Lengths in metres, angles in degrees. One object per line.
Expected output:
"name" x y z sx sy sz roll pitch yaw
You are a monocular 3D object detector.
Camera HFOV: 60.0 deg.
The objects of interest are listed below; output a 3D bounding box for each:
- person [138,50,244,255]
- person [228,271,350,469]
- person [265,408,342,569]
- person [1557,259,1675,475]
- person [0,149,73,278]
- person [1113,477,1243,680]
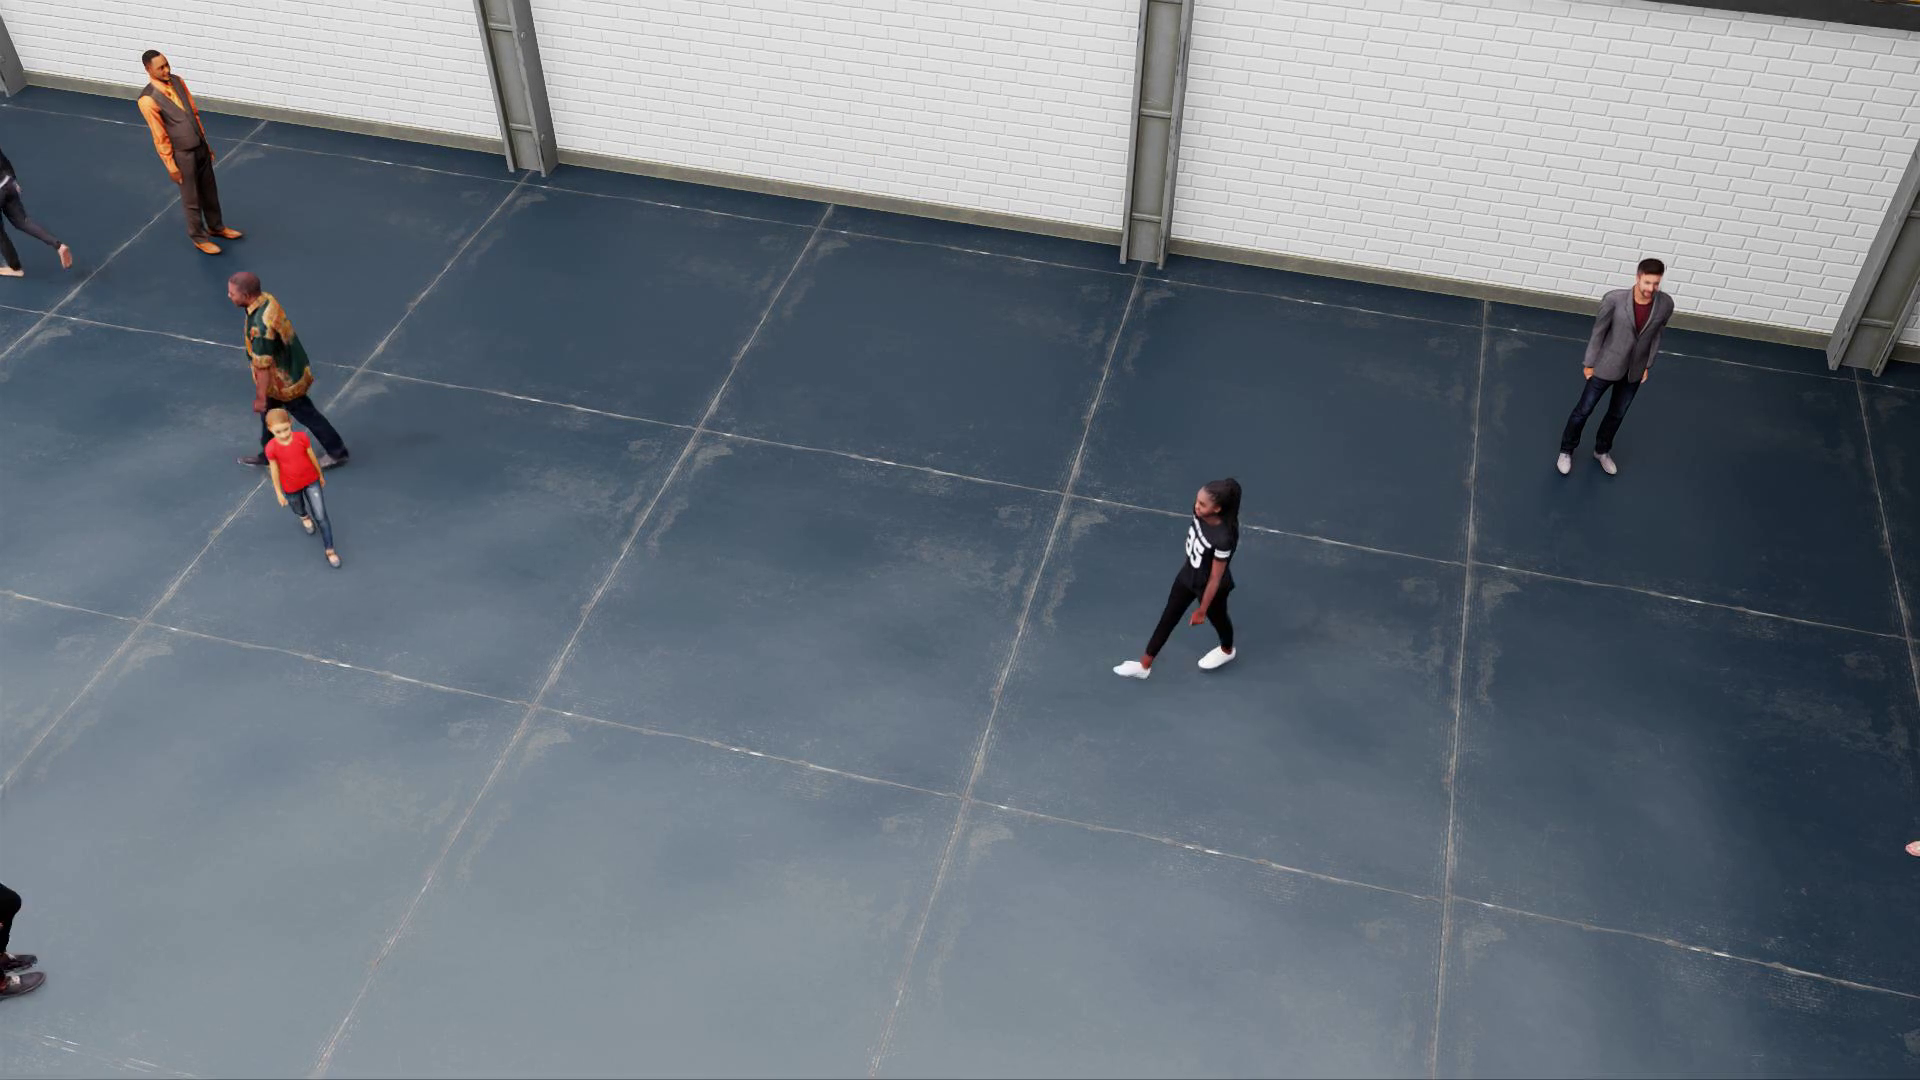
"person" -6.775 -3.396 14.508 0.595 1.906 0.676 12 45 12
"person" -4.932 -1.223 12.322 1.162 1.775 1.050 -17 46 -17
"person" -4.727 -0.440 11.849 0.843 1.293 0.910 -22 48 -21
"person" 4.874 -1.293 12.324 0.625 1.874 0.797 1 44 1
"person" -8.192 -2.982 14.218 0.922 1.708 0.636 9 44 9
"person" 1.667 0.276 10.811 1.207 1.689 1.067 -16 46 -16
